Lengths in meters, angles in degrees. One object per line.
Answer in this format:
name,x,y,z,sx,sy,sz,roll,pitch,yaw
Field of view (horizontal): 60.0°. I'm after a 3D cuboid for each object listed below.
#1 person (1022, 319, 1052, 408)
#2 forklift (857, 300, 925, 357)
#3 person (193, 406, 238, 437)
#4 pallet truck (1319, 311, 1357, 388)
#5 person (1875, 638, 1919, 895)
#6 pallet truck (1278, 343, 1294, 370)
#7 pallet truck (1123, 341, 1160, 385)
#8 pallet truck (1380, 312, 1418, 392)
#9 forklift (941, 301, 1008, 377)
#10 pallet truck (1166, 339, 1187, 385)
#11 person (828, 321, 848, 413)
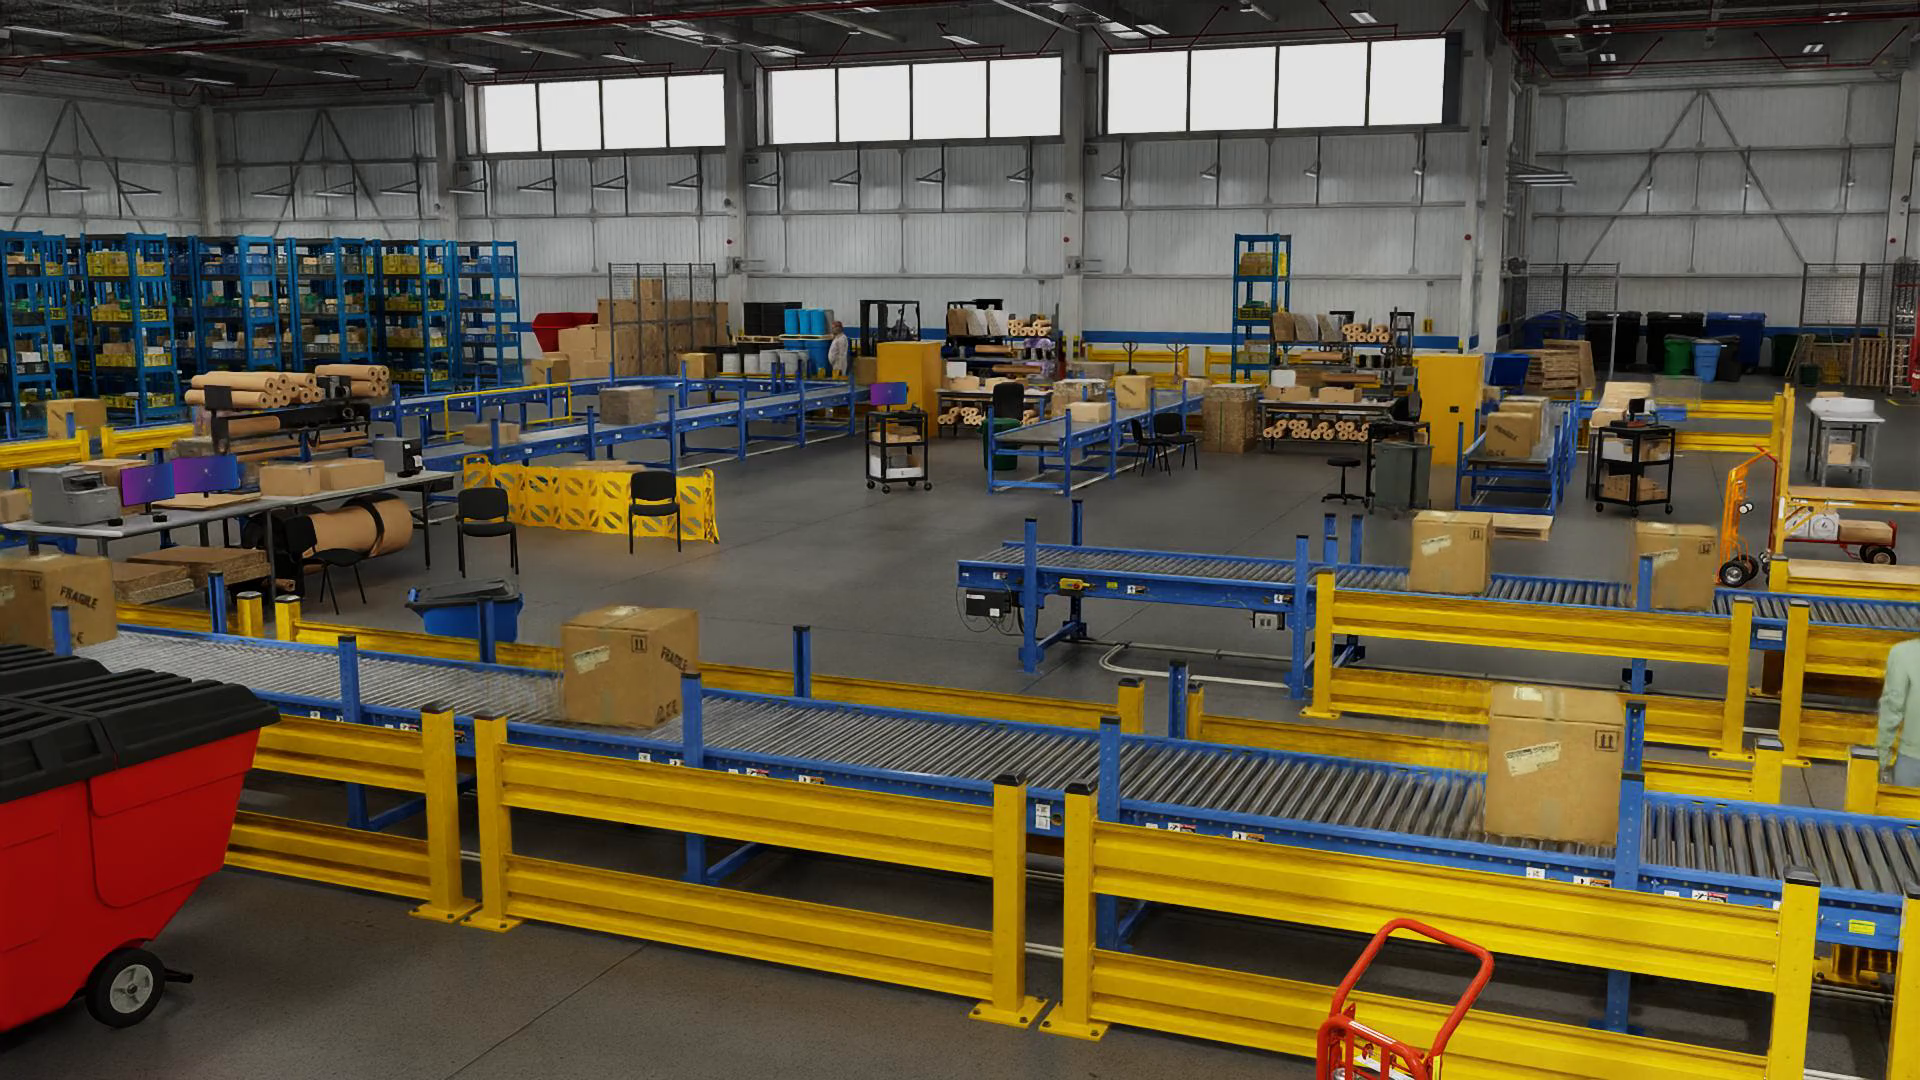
person,1.431,-3.175,31.544,0.605,2.035,0.389,6,11,34
forklift,-1.732,-5.109,42.468,1.157,1.987,2.680,4,10,22
person,-9.031,-1.138,20.125,0.547,1.730,0.845,2,9,9
pallet truck,9.071,-4.419,39.190,0.823,1.965,1.885,5,10,26
person,4.403,0.998,7.483,0.505,1.631,0.279,6,11,33
pallet truck,7.886,-4.163,39.743,0.653,1.274,1.630,4,10,22
pallet truck,4.445,-4.380,41.279,0.680,1.201,1.601,4,10,22
pallet truck,10.207,-4.283,38.369,0.823,1.965,1.885,3,10,20
forklift,0.365,-4.966,41.571,1.157,1.987,2.680,3,10,20
pallet truck,5.418,-4.269,40.420,0.704,1.261,1.522,3,10,20
person,-2.514,-3.565,34.294,0.409,1.908,0.644,-2,10,-13
